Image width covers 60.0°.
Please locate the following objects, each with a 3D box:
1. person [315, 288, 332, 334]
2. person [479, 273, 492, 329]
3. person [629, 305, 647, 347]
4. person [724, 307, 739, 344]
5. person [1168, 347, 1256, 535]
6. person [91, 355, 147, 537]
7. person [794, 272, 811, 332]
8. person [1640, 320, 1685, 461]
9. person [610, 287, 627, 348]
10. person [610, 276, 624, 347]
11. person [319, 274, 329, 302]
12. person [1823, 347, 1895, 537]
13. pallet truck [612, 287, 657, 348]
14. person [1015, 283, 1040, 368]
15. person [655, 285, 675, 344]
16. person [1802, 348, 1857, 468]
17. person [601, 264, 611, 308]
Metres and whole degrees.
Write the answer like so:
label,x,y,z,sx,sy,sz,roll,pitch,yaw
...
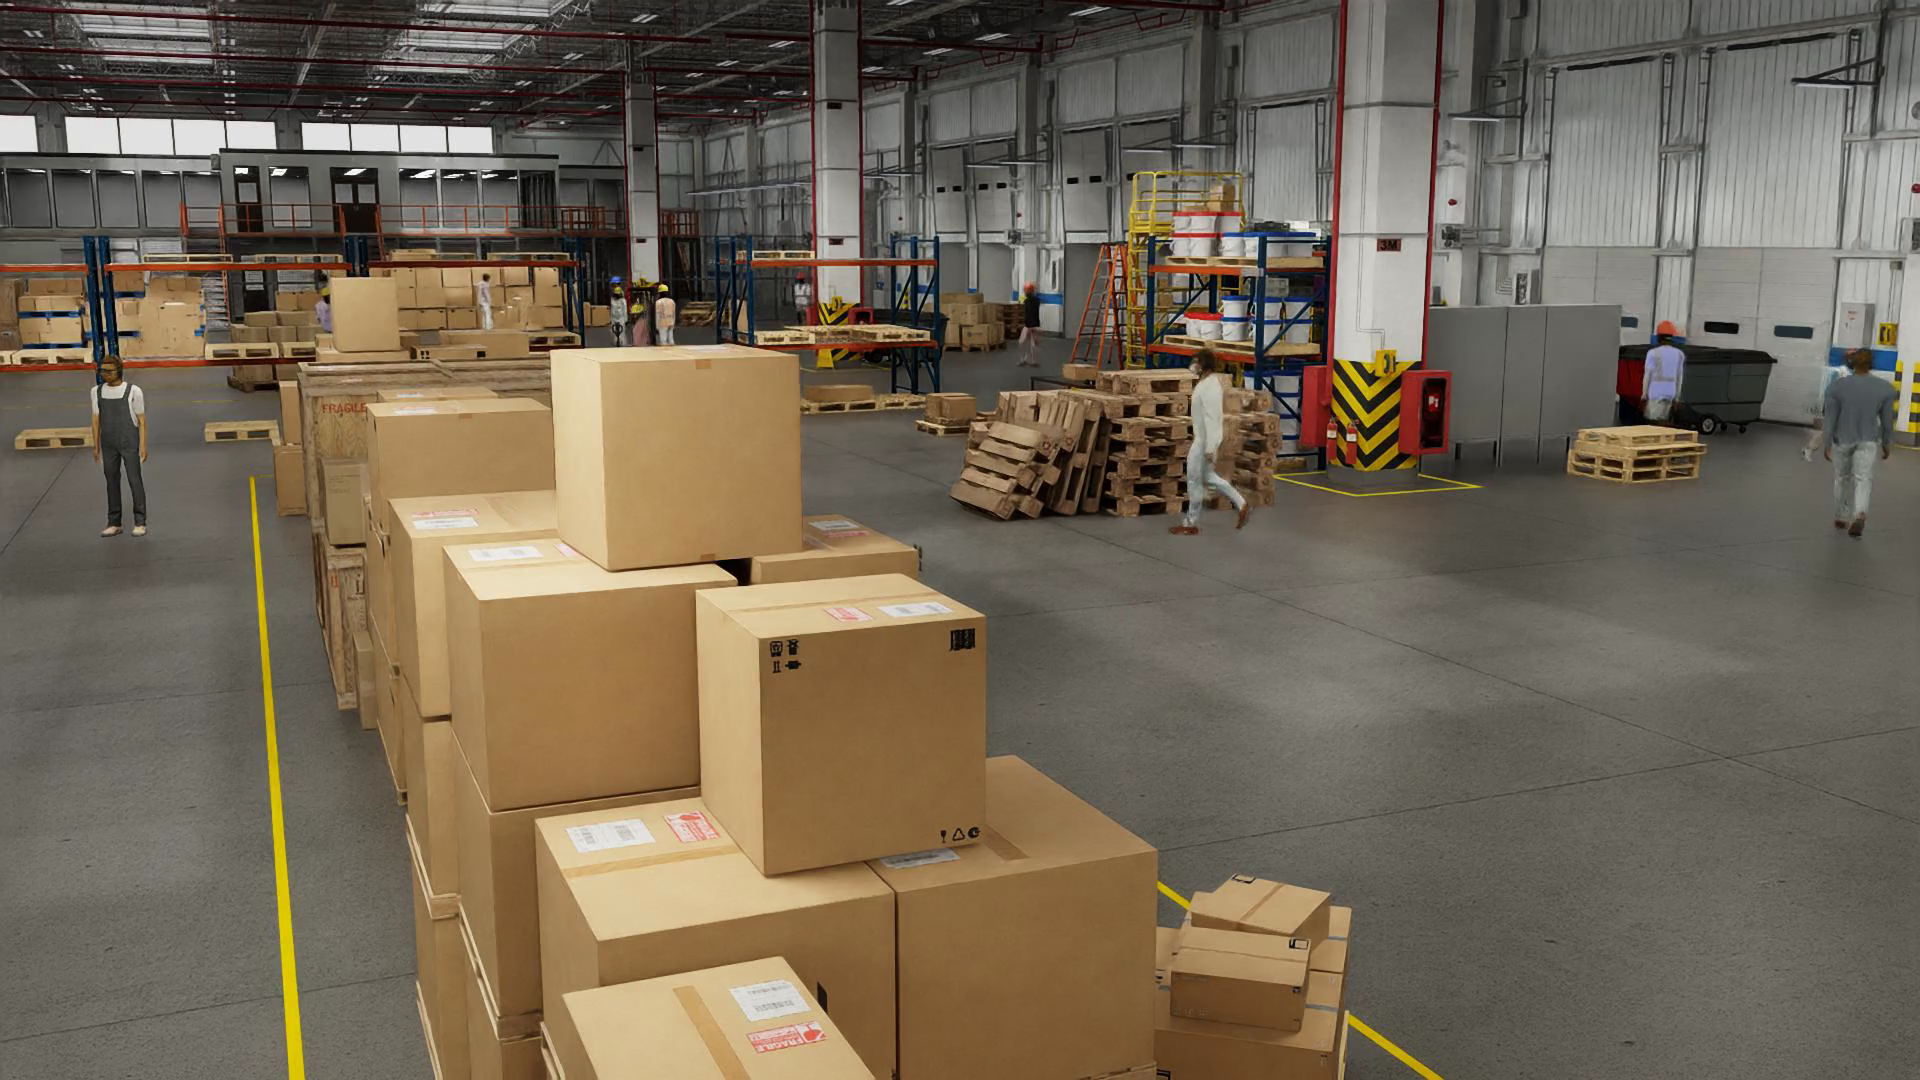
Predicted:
label,x,y,z,sx,sy,sz,roll,pitch,yaw
person,-14.323,-4.773,37.733,0.616,1.876,0.958,-1,10,-6
person,-15.052,-7.514,52.774,0.393,1.917,0.662,-6,12,-30
person,-6.155,-3.683,32.156,0.853,1.731,0.522,-4,11,-23
person,-4.434,-3.750,32.772,0.774,1.681,0.538,-2,10,-11
person,2.559,-0.984,16.765,0.799,1.920,0.628,2,10,9
person,-8.458,-0.944,16.749,0.517,1.841,0.324,-1,10,-5
person,-5.064,-7.668,53.612,0.548,1.919,0.746,3,11,15
person,9.305,-1.928,21.954,0.550,1.919,0.678,-3,11,-15
person,-9.025,-5.814,43.900,0.511,1.728,0.360,3,11,18
person,-9.518,-6.351,46.258,0.393,1.946,0.617,-3,11,-17
person,-21.705,-8.172,56.726,0.957,1.802,0.644,-8,13,-37
person,9.079,-0.993,16.850,0.645,1.909,0.876,4,11,23
pallet truck,-6.464,-4.406,35.401,0.823,1.965,1.885,6,12,32
person,1.574,-4.969,38.592,0.675,1.972,0.618,-7,12,-33
person,-6.953,-5.053,39.203,0.407,1.918,0.587,7,13,36
person,11.621,-1.775,22.071,0.522,1.585,0.863,-6,12,-30
person,-14.284,-10.123,66.921,0.378,1.995,0.612,6,12,30
